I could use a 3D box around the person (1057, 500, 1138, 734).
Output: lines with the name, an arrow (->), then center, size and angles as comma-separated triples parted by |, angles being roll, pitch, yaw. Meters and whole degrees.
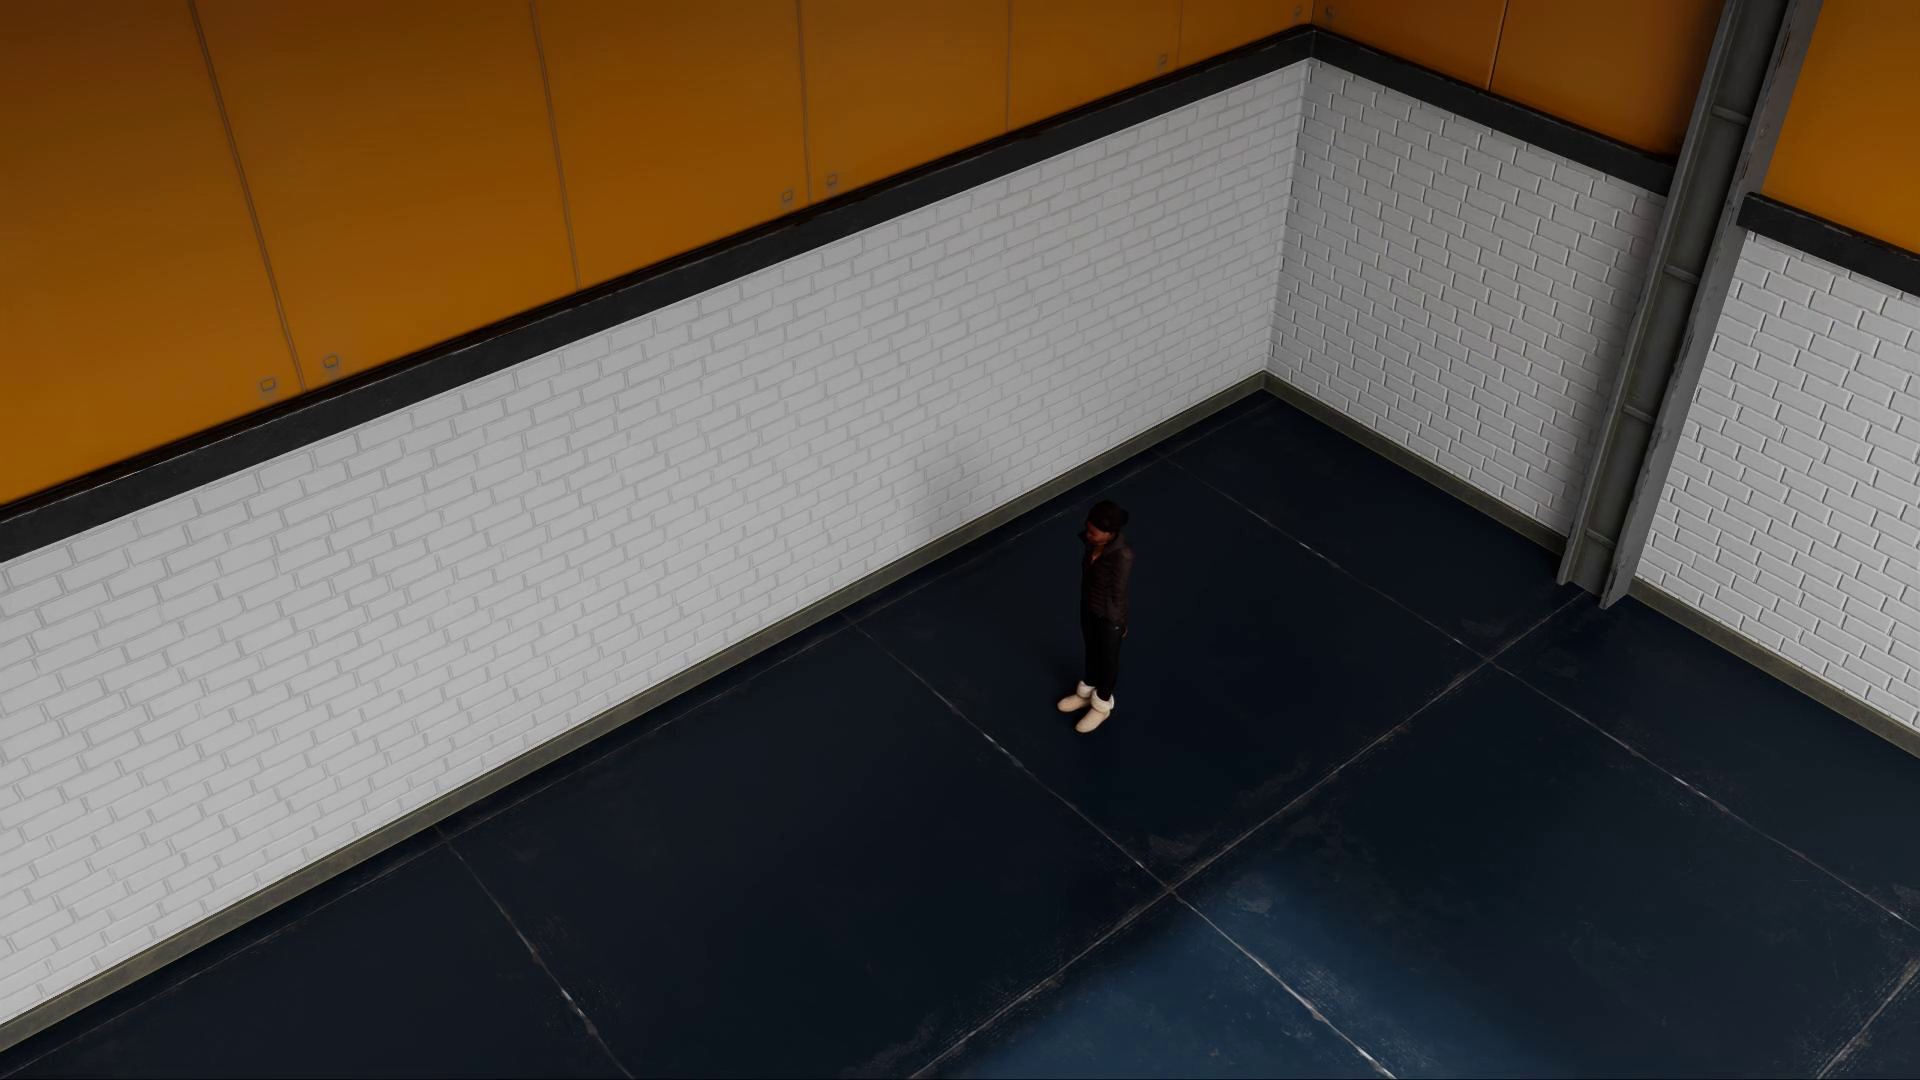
person -> 0.889, 0.422, 10.140 | 0.581, 1.661, 0.650 | 16, 41, 19
